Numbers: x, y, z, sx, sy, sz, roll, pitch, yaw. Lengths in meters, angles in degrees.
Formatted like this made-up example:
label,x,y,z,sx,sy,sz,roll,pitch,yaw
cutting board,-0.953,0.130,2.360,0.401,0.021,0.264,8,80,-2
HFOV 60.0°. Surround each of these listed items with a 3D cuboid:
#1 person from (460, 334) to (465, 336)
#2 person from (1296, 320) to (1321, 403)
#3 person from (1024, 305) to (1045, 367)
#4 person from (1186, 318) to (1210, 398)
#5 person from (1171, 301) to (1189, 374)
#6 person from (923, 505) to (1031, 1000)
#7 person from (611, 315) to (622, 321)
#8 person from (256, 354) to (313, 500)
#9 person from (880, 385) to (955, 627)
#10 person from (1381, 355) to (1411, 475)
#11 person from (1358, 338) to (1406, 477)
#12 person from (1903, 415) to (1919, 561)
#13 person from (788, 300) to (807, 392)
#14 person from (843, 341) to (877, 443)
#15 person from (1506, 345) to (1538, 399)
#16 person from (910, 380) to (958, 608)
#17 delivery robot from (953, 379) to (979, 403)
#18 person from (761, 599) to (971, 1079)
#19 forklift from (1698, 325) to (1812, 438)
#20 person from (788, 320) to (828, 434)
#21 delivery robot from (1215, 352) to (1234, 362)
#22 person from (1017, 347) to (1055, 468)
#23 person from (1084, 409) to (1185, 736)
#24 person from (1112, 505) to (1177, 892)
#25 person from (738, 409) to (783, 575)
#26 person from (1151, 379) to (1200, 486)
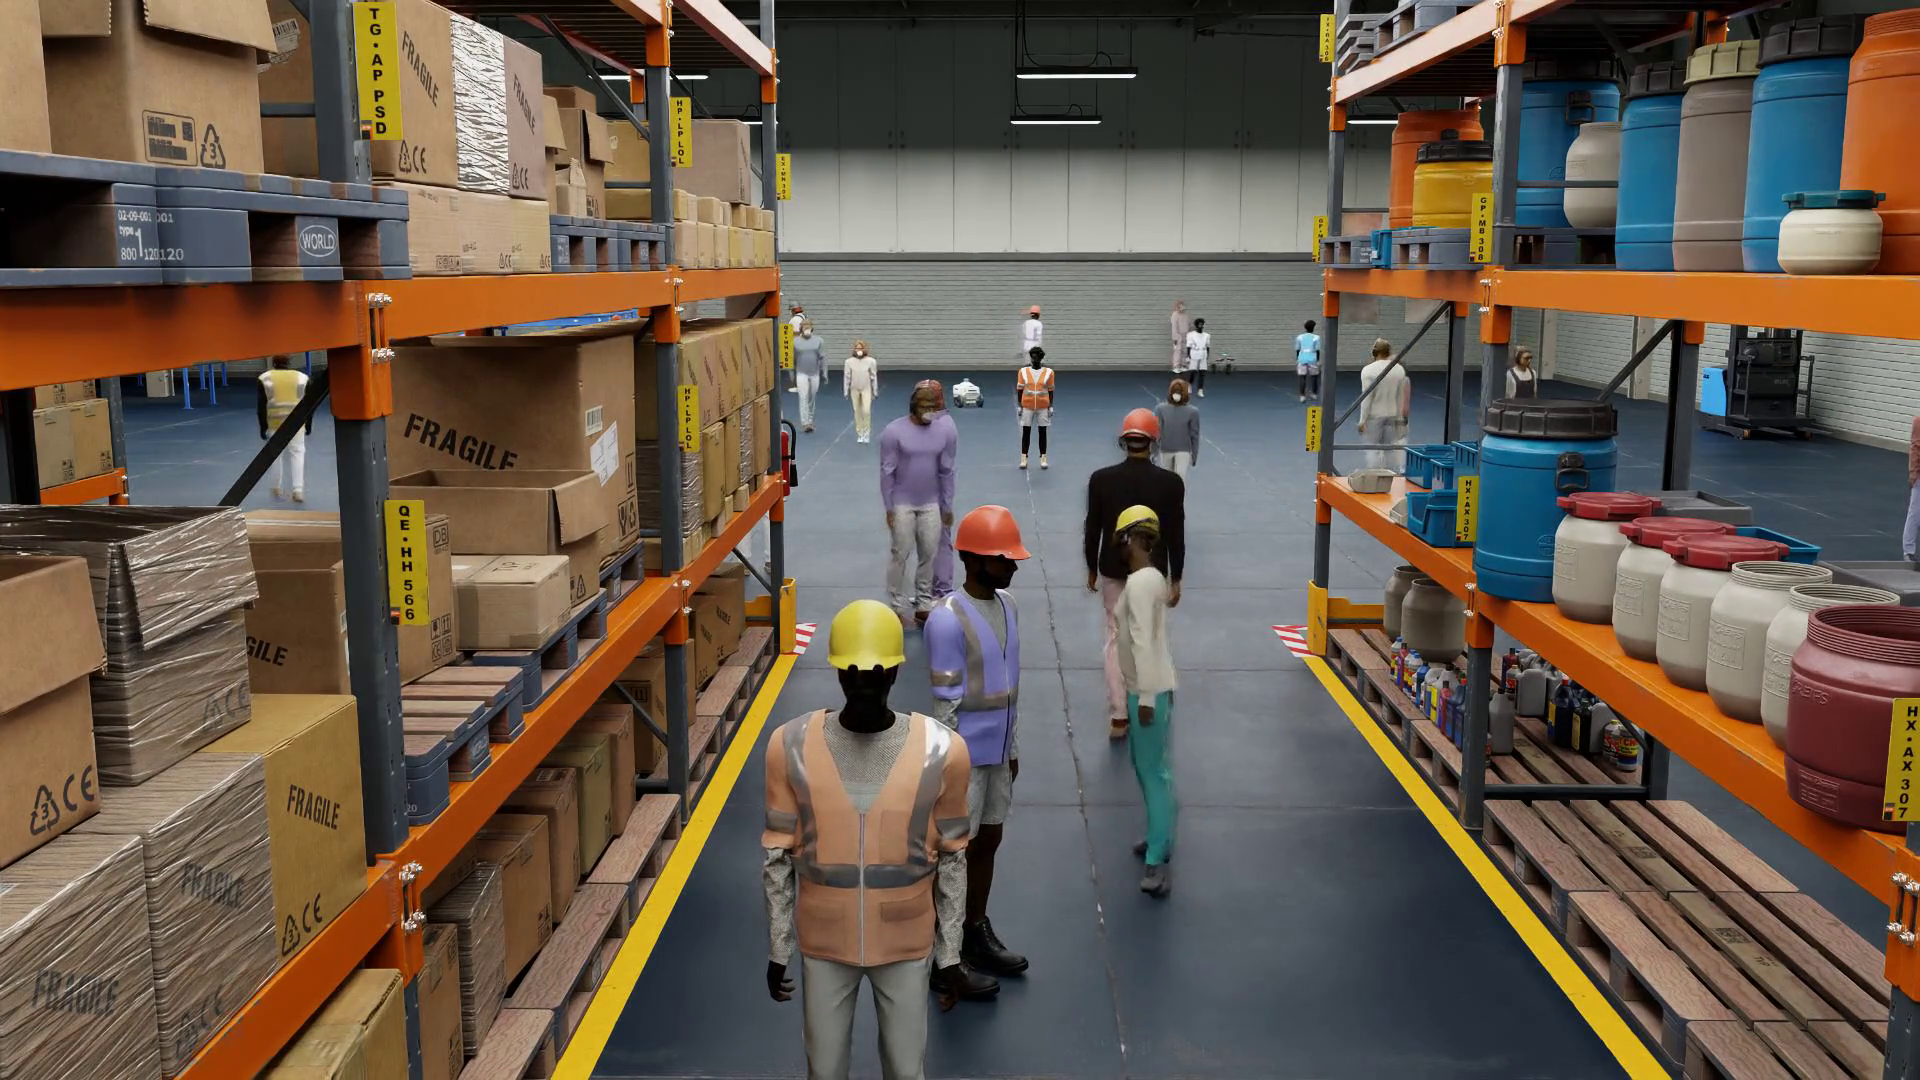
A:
label,x,y,z,sx,sy,sz,roll,pitch,yaw
person,-8.809,-3.083,30.079,0.569,1.849,0.385,0,9,0
person,7.164,-3.666,34.112,0.541,1.670,0.715,5,11,26
person,1.641,-4.218,36.691,0.556,1.919,0.527,9,13,42
person,5.044,-3.864,35.220,0.549,1.686,0.403,-3,10,-16
person,5.670,-5.232,42.908,0.460,1.866,0.673,9,13,43
person,0.089,0.818,6.500,0.383,1.930,0.540,7,11,34
person,-6.281,-3.201,30.677,0.572,1.887,0.354,-9,13,-42
person,-8.195,-1.406,20.189,0.650,1.794,0.930,-6,11,-30
person,-0.331,-0.261,12.979,0.654,1.915,0.441,-6,11,-30
person,5.820,-1.680,22.375,0.521,1.618,0.532,-9,13,-42
person,5.110,-1.479,20.209,0.635,1.937,0.353,-5,11,-26
person,9.160,-0.621,15.594,0.526,1.765,0.330,0,9,-3
person,-3.639,-4.277,36.794,0.537,2.000,0.675,2,10,12
person,-1.580,-2.320,26.197,0.525,1.605,0.709,1,9,4
person,7.054,-1.573,21.140,0.531,1.826,0.789,-5,11,-27
person,-0.231,-0.361,13.631,0.406,1.902,0.639,-1,10,-8
delivery robot,0.124,-2.965,33.092,0.477,0.478,0.707,-3,10,-19
person,-0.264,1.115,4.698,0.587,1.930,0.355,0,9,0
forklift,13.248,-3.165,27.620,1.129,2.768,1.873,0,9,1
person,-2.543,-2.739,27.911,0.642,1.883,1.007,-3,10,-16
delivery robot,6.835,-4.744,42.975,0.335,0.223,0.698,6,12,34
person,1.049,-1.843,23.123,0.531,1.692,0.320,0,9,3
person,1.091,0.168,10.261,0.639,1.953,0.923,3,10,15
person,0.836,0.718,7.713,0.334,1.718,0.682,2,10,11
person,-1.897,-0.626,15.273,0.575,1.882,0.355,-4,10,-22
person,2.353,-0.960,18.066,0.501,1.612,0.694,3,10,19
